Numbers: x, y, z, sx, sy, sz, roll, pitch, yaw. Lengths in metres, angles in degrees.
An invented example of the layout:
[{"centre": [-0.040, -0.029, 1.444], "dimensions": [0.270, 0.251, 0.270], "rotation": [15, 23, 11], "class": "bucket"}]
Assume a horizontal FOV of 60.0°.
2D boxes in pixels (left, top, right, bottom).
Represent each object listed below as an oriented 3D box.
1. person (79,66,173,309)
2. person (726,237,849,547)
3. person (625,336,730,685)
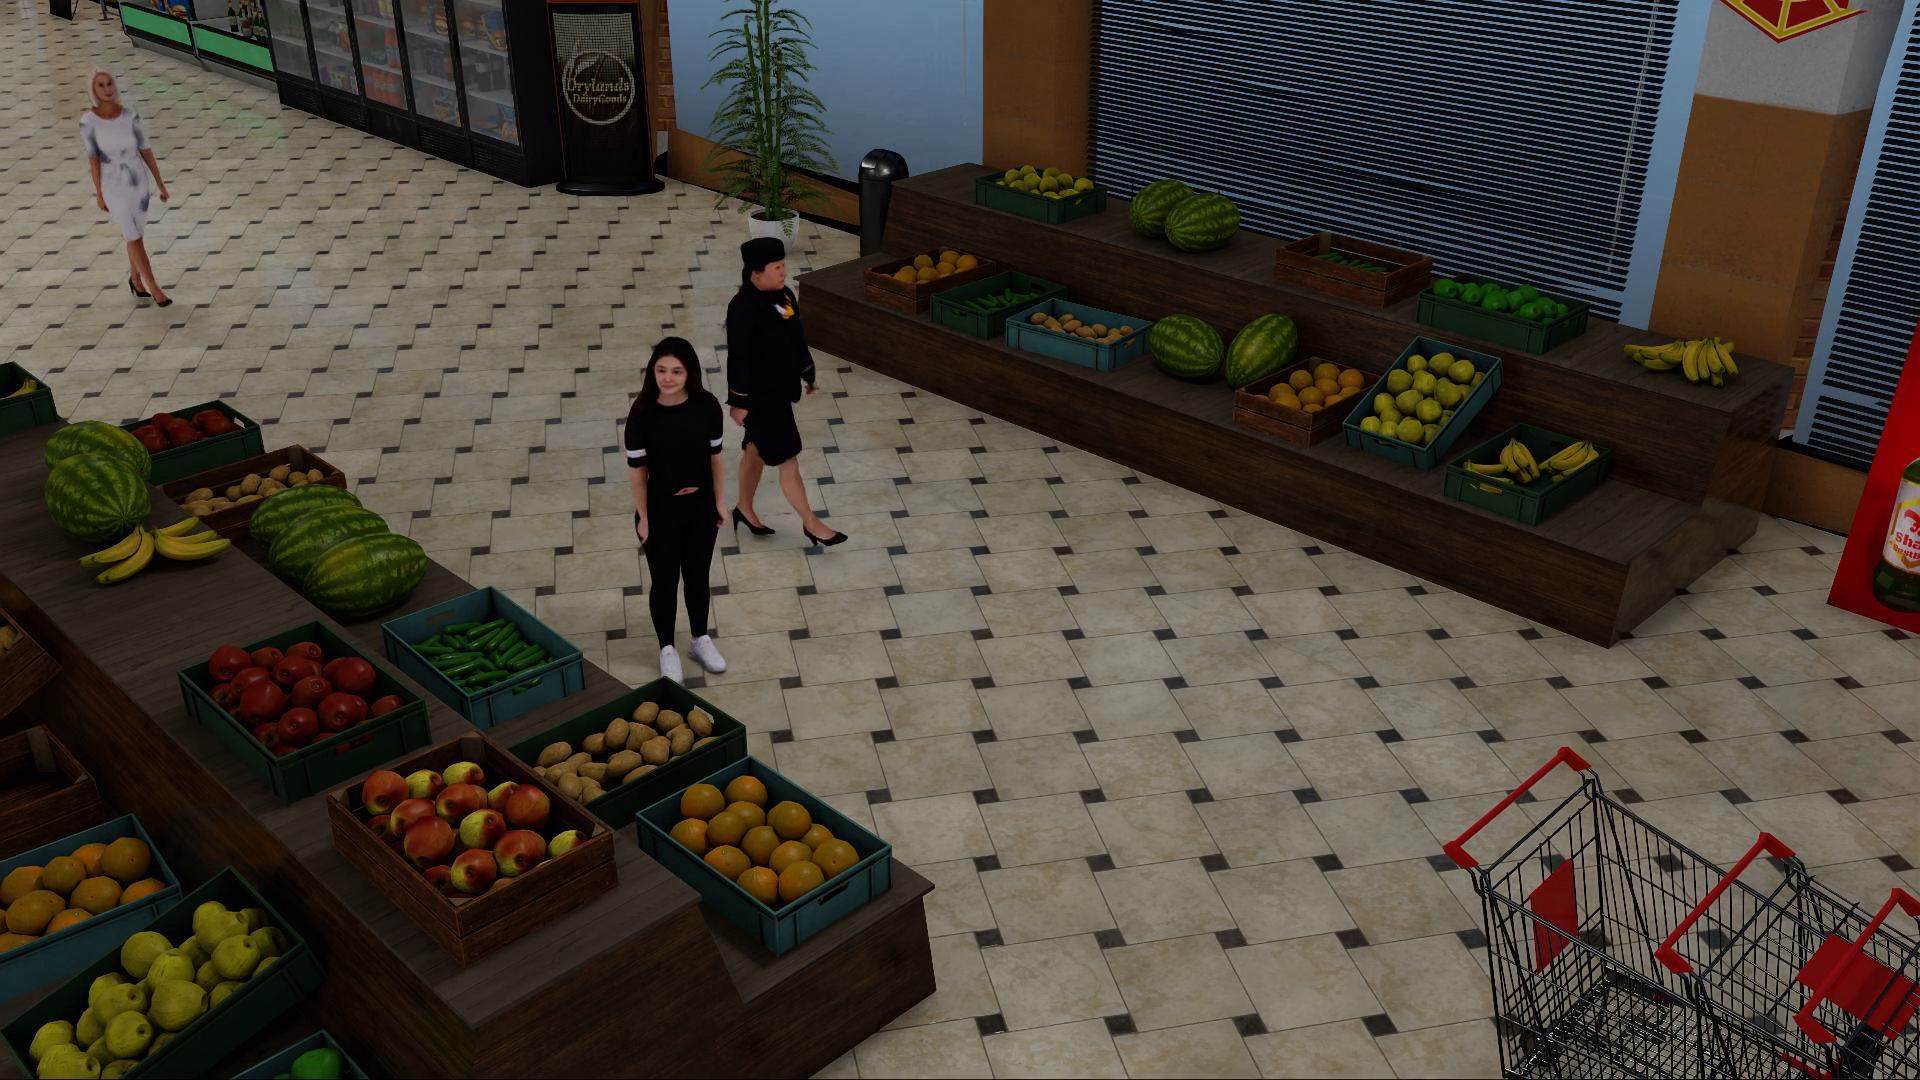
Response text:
[{"centre": [-6.104, -2.554, 12.083], "dimensions": [0.990, 1.715, 0.643], "rotation": [20, 33, 34], "class": "person"}, {"centre": [-1.074, -0.746, 8.591], "dimensions": [1.085, 1.650, 0.944], "rotation": [10, 29, 20], "class": "person"}, {"centre": [-1.251, -0.144, 7.416], "dimensions": [0.672, 1.639, 0.676], "rotation": [-14, 30, -25], "class": "person"}]
